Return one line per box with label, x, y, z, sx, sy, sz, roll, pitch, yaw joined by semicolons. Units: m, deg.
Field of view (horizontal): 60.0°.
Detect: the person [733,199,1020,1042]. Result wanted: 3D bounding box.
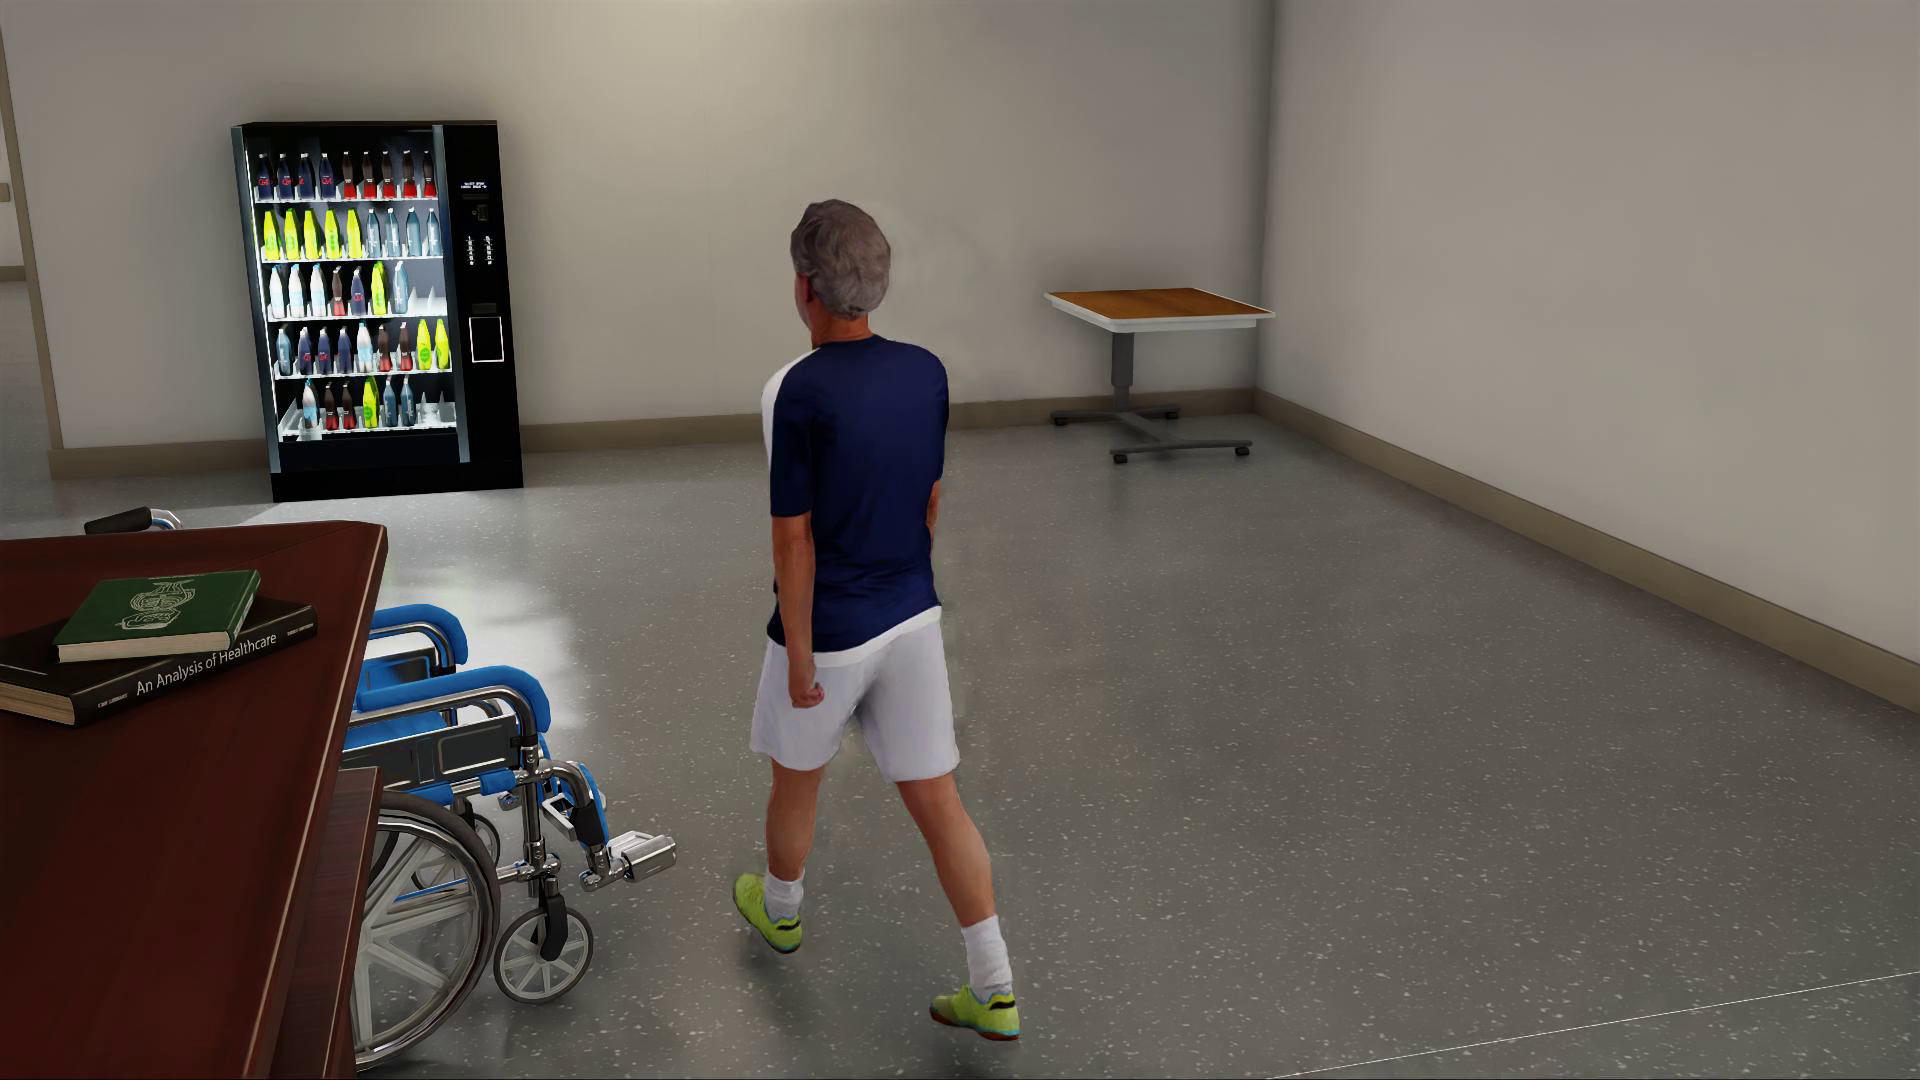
person;-0.151;0.224;3.562;1.259;1.794;1.025;-12;20;-36
